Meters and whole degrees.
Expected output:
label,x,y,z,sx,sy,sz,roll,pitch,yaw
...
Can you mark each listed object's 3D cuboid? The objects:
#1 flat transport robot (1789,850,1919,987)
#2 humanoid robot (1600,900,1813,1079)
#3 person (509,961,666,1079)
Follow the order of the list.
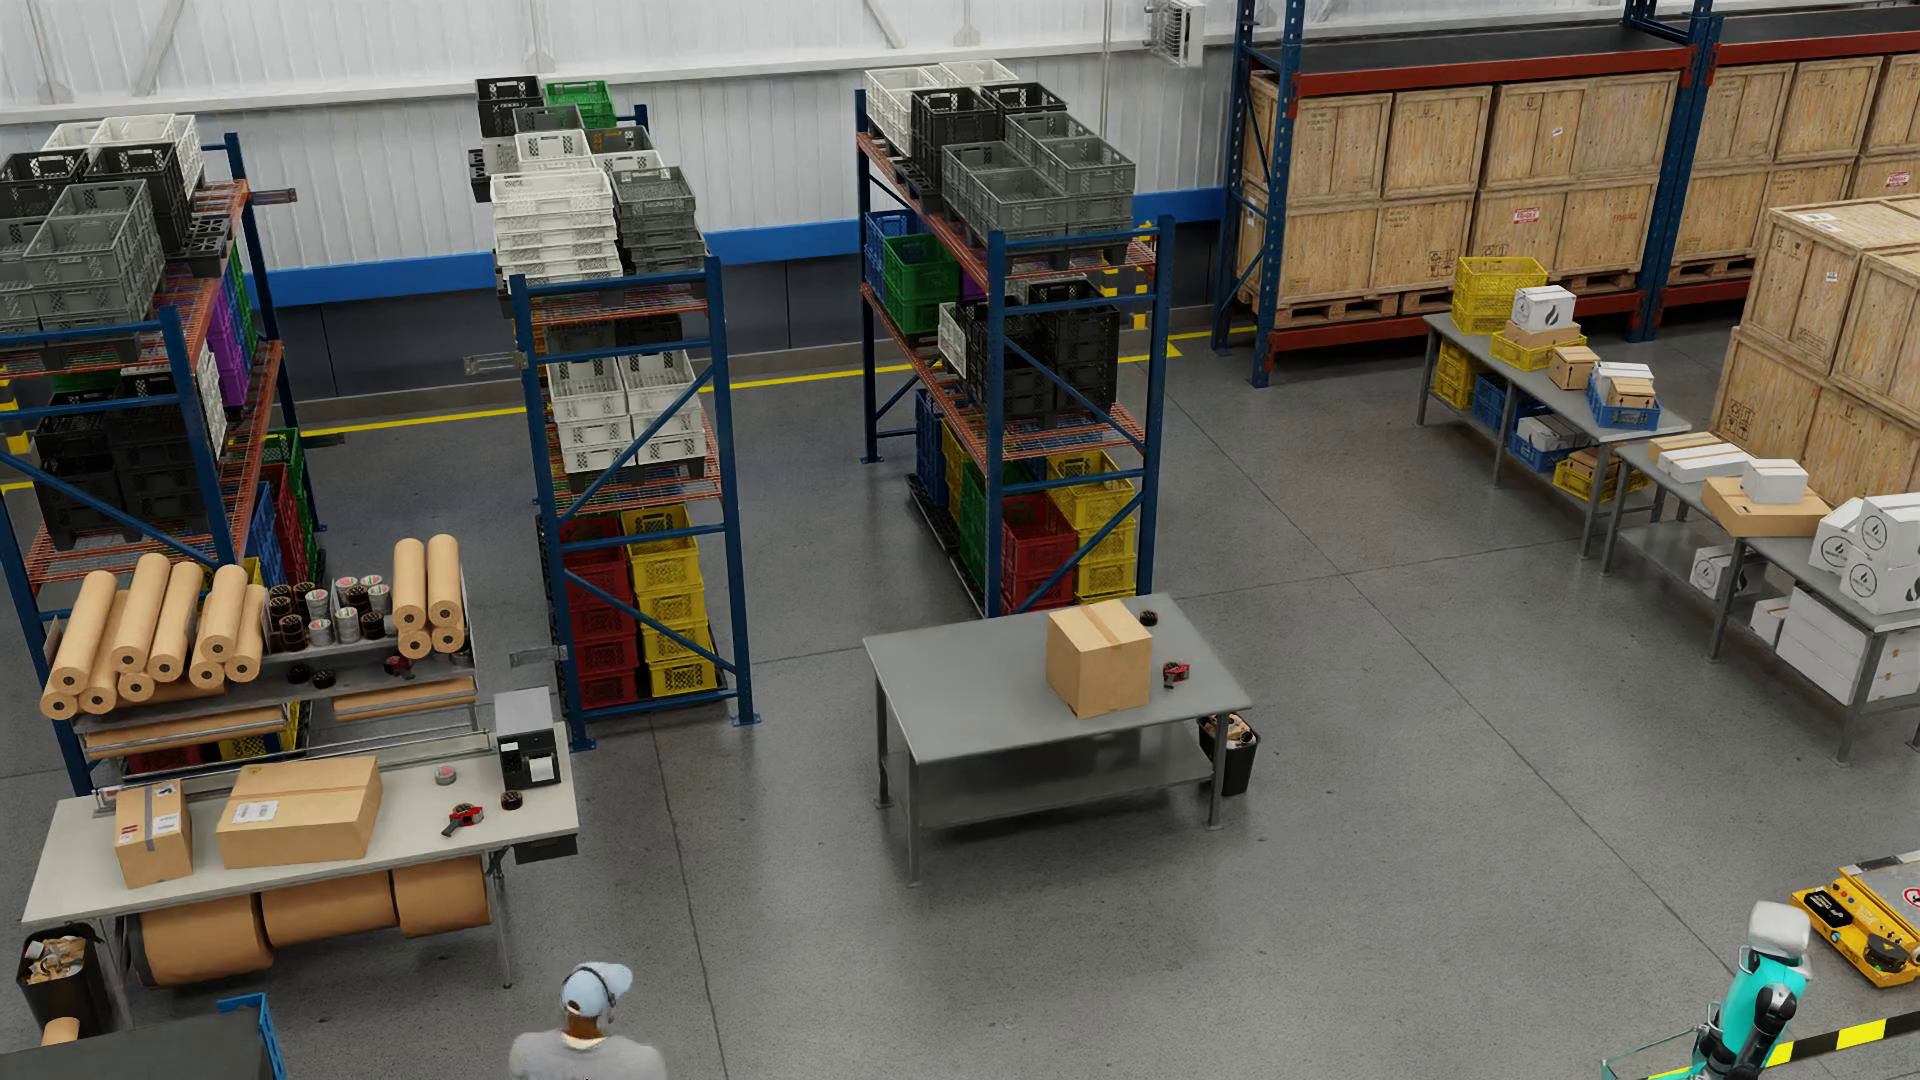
label,x,y,z,sx,sy,sz,roll,pitch,yaw
flat transport robot,5.163,1.916,8.676,1.431,0.231,0.659,-8,30,-14
humanoid robot,2.864,2.101,6.675,0.735,1.677,0.533,12,31,21
person,-1.357,2.327,6.320,0.604,1.818,0.453,4,29,7
